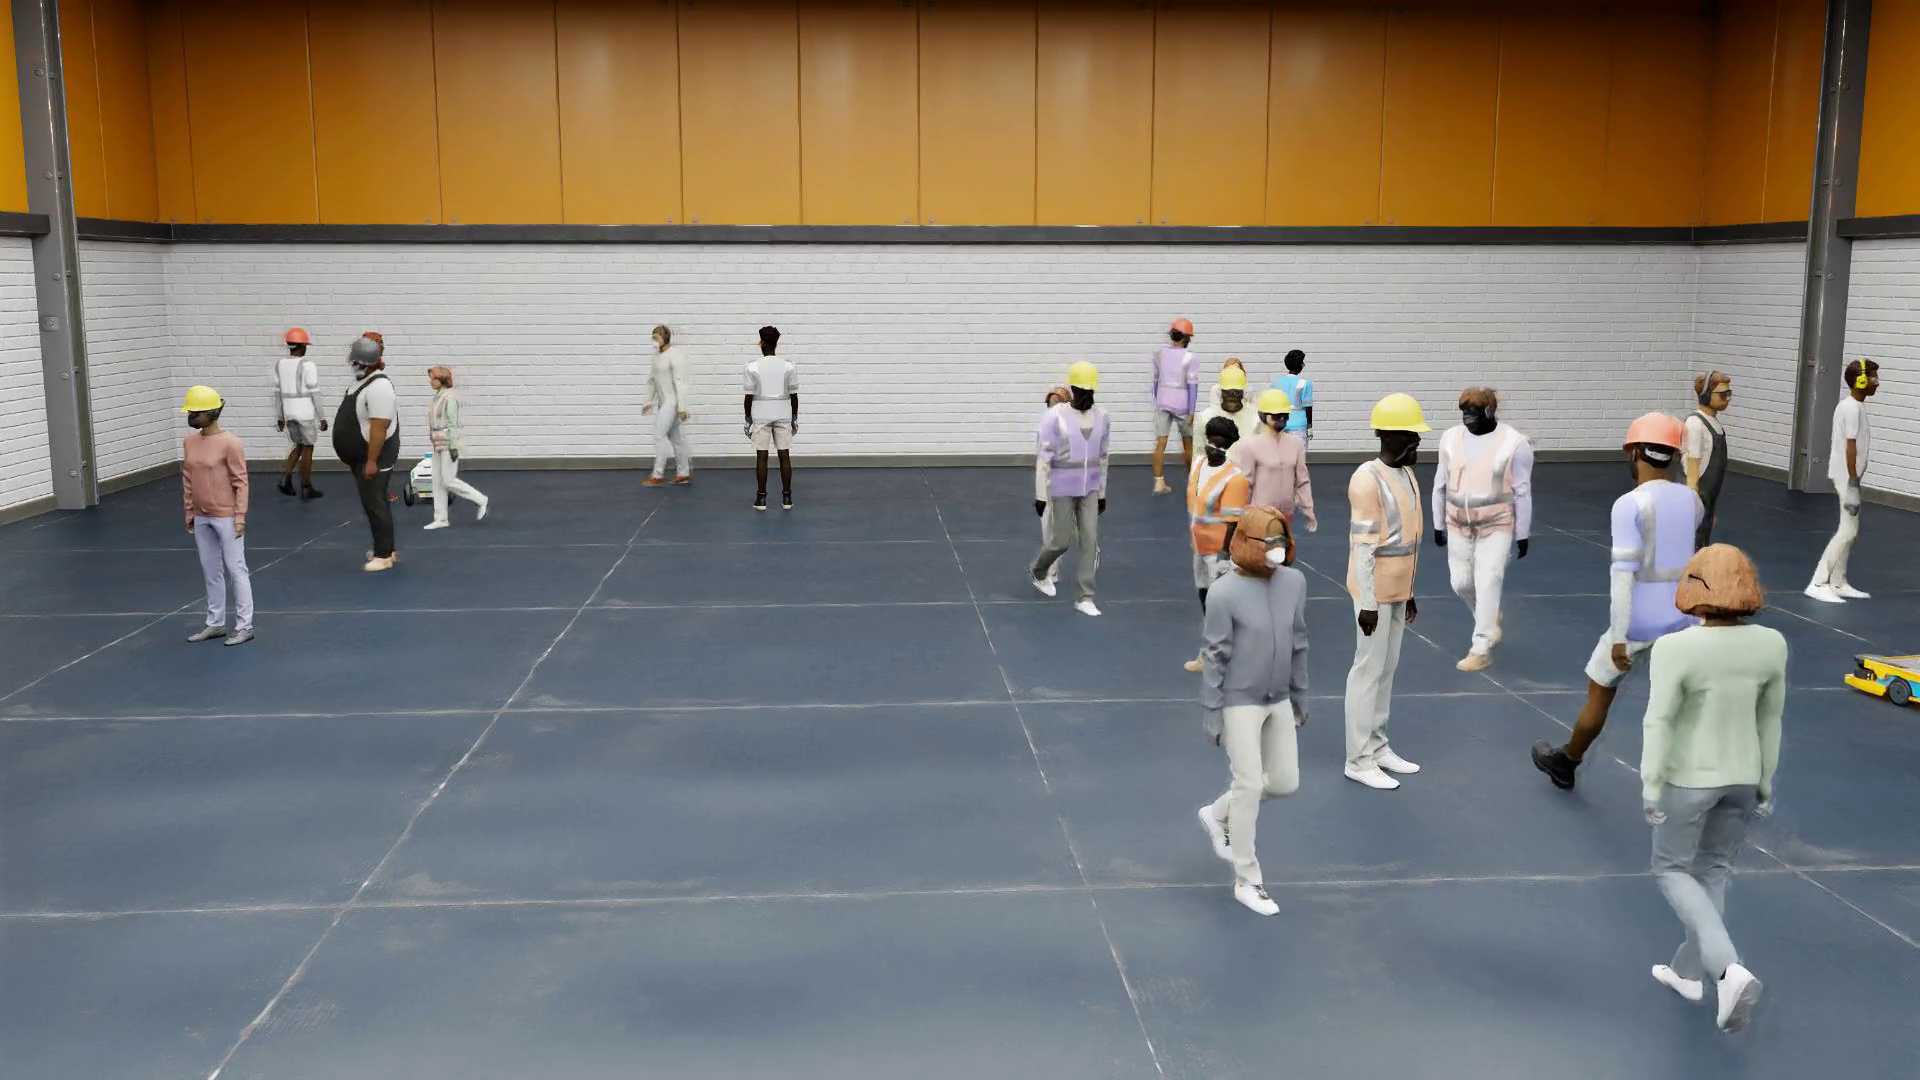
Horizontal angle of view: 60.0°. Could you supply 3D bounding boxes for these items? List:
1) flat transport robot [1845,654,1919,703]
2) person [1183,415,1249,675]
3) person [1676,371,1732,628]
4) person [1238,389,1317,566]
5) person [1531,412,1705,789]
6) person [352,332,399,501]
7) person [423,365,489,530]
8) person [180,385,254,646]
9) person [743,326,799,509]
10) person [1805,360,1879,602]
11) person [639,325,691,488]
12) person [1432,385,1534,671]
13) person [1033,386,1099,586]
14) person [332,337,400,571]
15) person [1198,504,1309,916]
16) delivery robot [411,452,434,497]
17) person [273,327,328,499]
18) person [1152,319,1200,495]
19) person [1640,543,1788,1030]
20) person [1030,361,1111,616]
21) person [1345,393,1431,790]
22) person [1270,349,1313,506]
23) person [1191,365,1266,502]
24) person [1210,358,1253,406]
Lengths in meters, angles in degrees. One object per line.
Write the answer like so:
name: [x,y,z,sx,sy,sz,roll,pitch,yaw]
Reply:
flat transport robot: [5.833,0.872,9.422,0.652,0.197,1.431,-2,9,-15]
person: [1.541,0.057,10.182,0.319,1.669,0.643,-3,10,-20]
person: [5.153,-0.254,11.567,0.329,1.844,0.512,6,11,35]
person: [2.158,-0.197,11.593,0.529,1.726,0.898,-5,10,-27]
person: [3.152,0.349,7.714,0.550,1.863,1.060,-4,10,-23]
person: [-6.491,-1.359,18.403,0.578,1.880,0.340,8,12,40]
person: [-5.008,-0.914,16.399,0.574,1.621,0.524,-7,11,-37]
person: [-5.039,-0.162,11.238,0.528,1.765,0.327,4,10,24]
person: [-2.018,-1.304,17.776,0.607,1.966,0.367,-3,9,-16]
person: [6.823,-0.445,12.815,0.481,1.852,0.591,4,10,23]
person: [-3.562,-1.576,19.688,0.858,1.907,0.655,-5,10,-30]
person: [3.379,-0.099,10.713,0.665,1.817,0.691,8,12,41]
person: [0.847,-0.438,13.418,0.530,1.620,0.521,9,12,43]
person: [-5.068,-0.766,14.165,0.534,2.000,0.836,-5,10,-29]
person: [1.142,0.644,6.631,0.513,1.614,0.505,-6,11,-31]
delivery robot: [-5.804,-0.720,18.234,0.477,0.478,0.707,-2,9,-11]
person: [-7.338,-1.402,18.521,0.555,1.921,0.393,4,10,25]
person: [2.509,-1.538,19.140,0.622,1.992,0.980,5,11,30]
person: [2.525,0.822,5.536,0.503,1.616,0.605,-2,9,-10]
person: [0.799,-0.404,12.395,0.620,1.894,0.728,-5,10,-27]
person: [2.104,0.242,8.192,0.368,1.928,0.585,6,11,33]
person: [3.618,-1.224,18.122,0.540,1.695,0.317,9,13,44]
person: [2.070,-0.423,12.686,0.632,1.825,0.467,0,9,1]
person: [2.867,-1.106,17.578,0.500,1.633,0.282,-3,10,-21]
